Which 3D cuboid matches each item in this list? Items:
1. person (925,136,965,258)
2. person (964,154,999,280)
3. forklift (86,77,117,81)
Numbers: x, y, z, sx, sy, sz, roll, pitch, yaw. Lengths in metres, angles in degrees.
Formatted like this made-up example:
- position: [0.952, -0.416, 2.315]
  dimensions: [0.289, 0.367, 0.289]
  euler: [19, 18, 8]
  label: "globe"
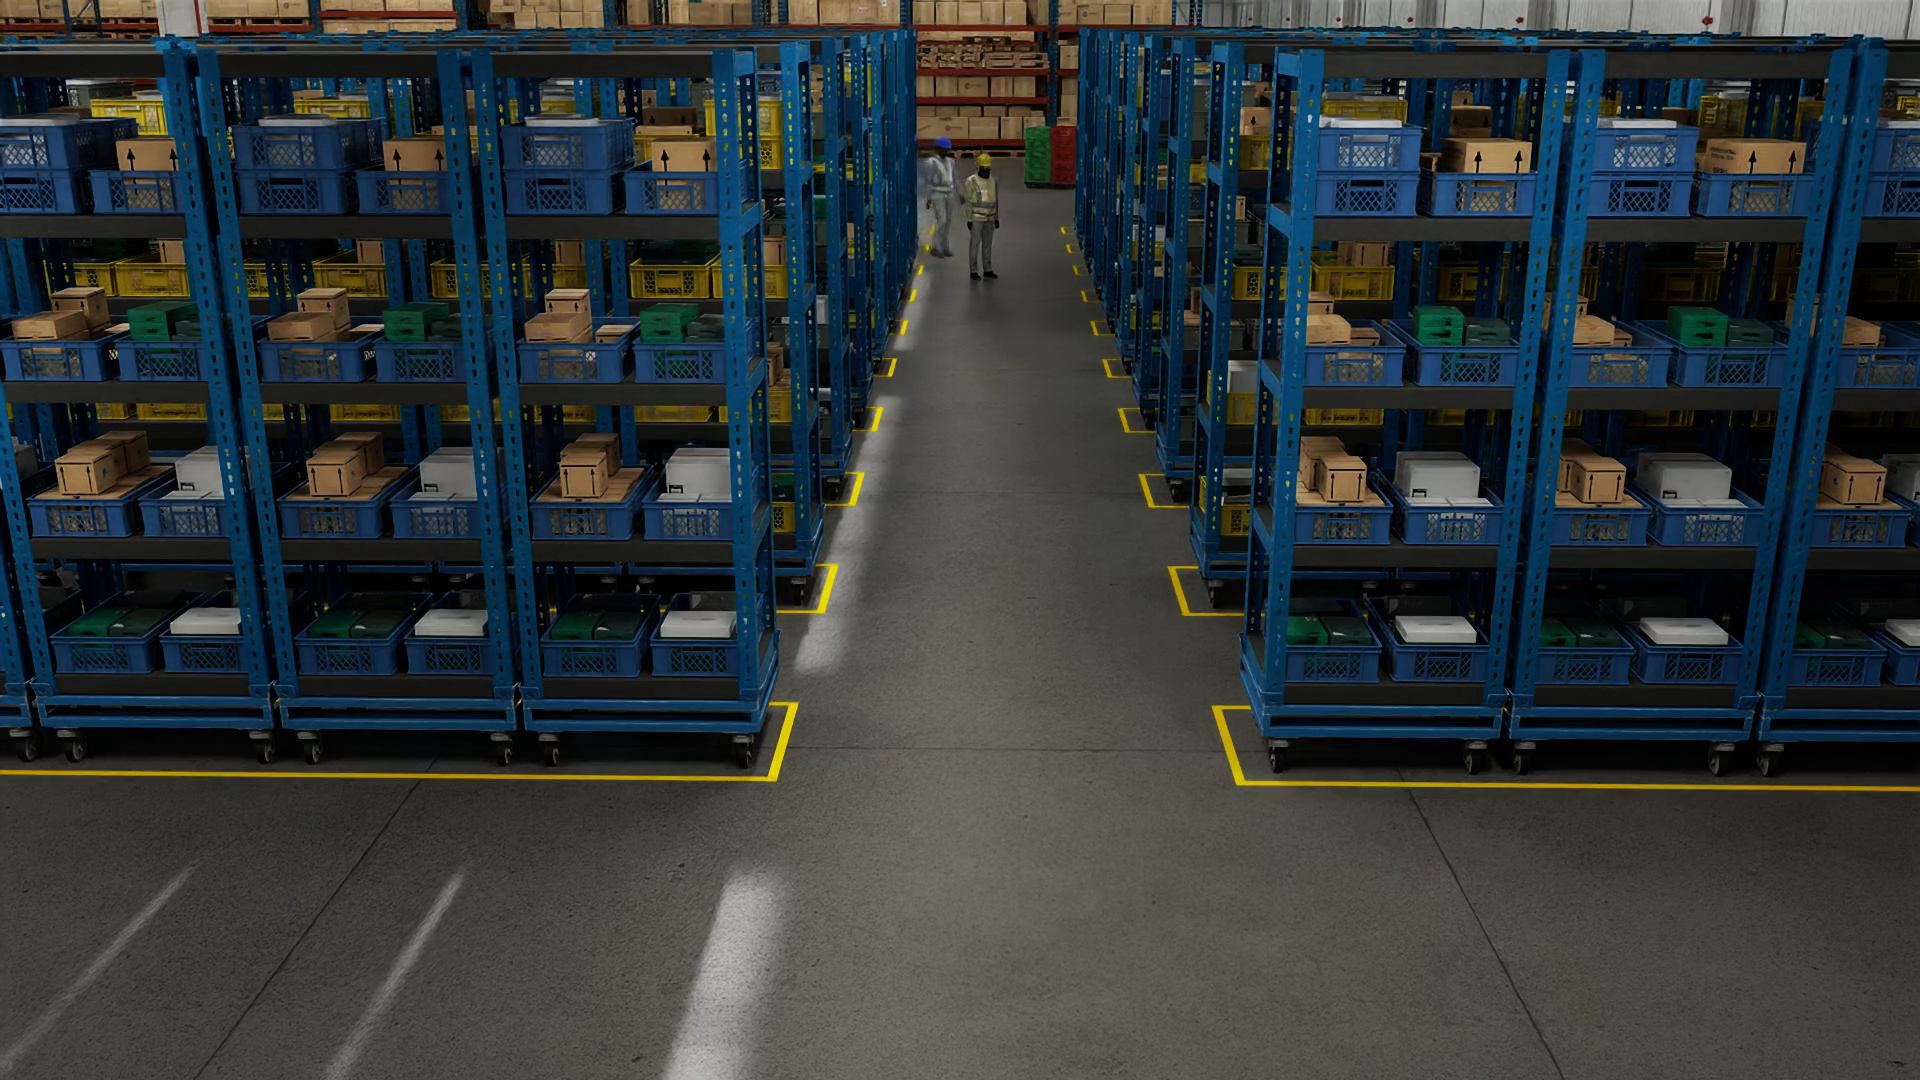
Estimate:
- position: [-0.243, -5.528, 26.813]
  dimensions: [0.547, 1.927, 0.626]
  euler: [14, 22, 38]
  label: "person"
- position: [0.341, -4.772, 24.568]
  dimensions: [0.590, 1.833, 0.404]
  euler: [-13, 21, -35]
  label: "person"
- position: [-25.628, -13.251, 49.869]
  dimensions: [1.873, 2.768, 1.129]
  euler: [7, 19, 22]
  label: "forklift"
